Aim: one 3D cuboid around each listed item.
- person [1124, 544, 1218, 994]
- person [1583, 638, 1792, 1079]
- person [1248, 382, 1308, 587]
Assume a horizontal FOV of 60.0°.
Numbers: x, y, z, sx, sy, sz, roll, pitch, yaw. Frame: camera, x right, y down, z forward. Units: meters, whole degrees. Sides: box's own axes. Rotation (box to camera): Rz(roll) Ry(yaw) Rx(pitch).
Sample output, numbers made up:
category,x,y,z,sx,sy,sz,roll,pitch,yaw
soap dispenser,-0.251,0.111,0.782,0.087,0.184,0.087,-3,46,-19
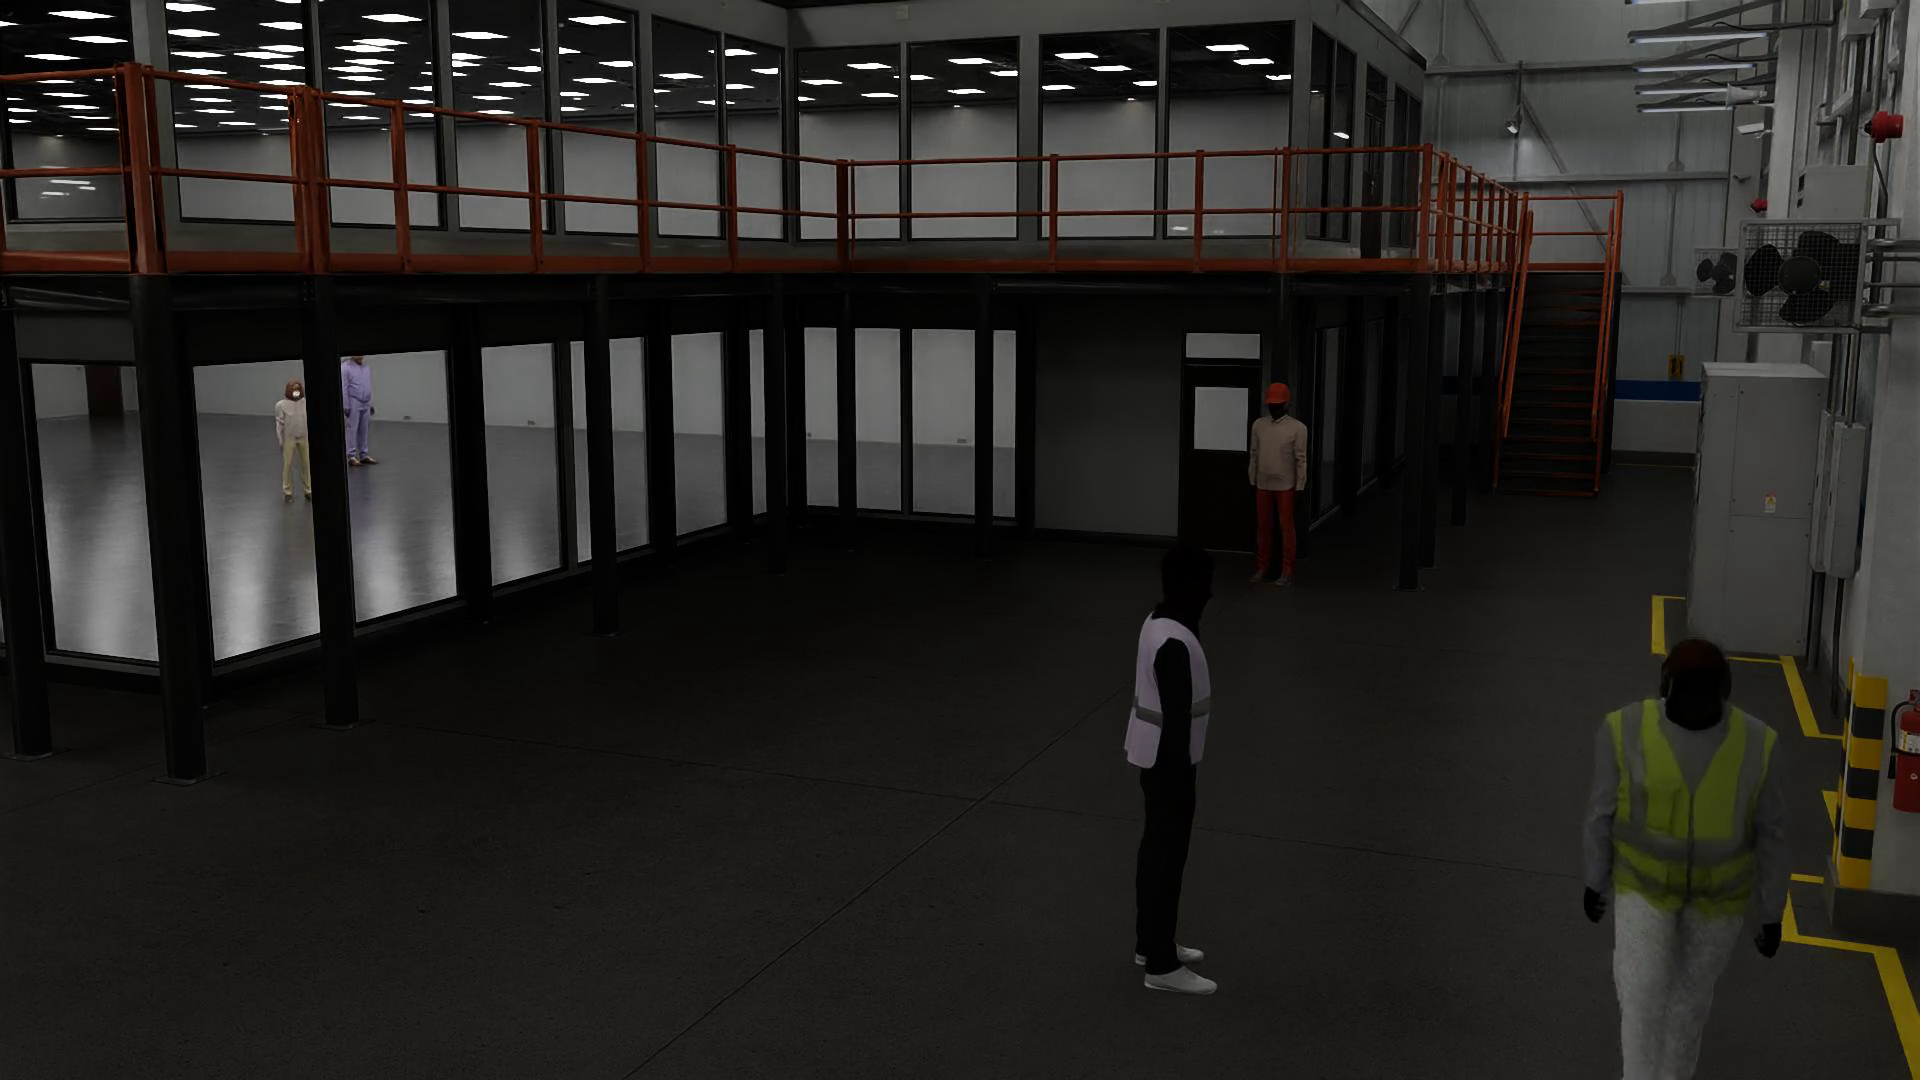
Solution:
category,x,y,z,sx,sy,sz,roll,pitch,yaw
person,0.900,0.961,7.118,0.392,1.914,0.589,0,9,0
person,2.482,1.246,5.683,0.654,1.802,0.901,3,10,17
person,3.066,-0.537,16.144,0.612,1.986,0.407,8,12,39
